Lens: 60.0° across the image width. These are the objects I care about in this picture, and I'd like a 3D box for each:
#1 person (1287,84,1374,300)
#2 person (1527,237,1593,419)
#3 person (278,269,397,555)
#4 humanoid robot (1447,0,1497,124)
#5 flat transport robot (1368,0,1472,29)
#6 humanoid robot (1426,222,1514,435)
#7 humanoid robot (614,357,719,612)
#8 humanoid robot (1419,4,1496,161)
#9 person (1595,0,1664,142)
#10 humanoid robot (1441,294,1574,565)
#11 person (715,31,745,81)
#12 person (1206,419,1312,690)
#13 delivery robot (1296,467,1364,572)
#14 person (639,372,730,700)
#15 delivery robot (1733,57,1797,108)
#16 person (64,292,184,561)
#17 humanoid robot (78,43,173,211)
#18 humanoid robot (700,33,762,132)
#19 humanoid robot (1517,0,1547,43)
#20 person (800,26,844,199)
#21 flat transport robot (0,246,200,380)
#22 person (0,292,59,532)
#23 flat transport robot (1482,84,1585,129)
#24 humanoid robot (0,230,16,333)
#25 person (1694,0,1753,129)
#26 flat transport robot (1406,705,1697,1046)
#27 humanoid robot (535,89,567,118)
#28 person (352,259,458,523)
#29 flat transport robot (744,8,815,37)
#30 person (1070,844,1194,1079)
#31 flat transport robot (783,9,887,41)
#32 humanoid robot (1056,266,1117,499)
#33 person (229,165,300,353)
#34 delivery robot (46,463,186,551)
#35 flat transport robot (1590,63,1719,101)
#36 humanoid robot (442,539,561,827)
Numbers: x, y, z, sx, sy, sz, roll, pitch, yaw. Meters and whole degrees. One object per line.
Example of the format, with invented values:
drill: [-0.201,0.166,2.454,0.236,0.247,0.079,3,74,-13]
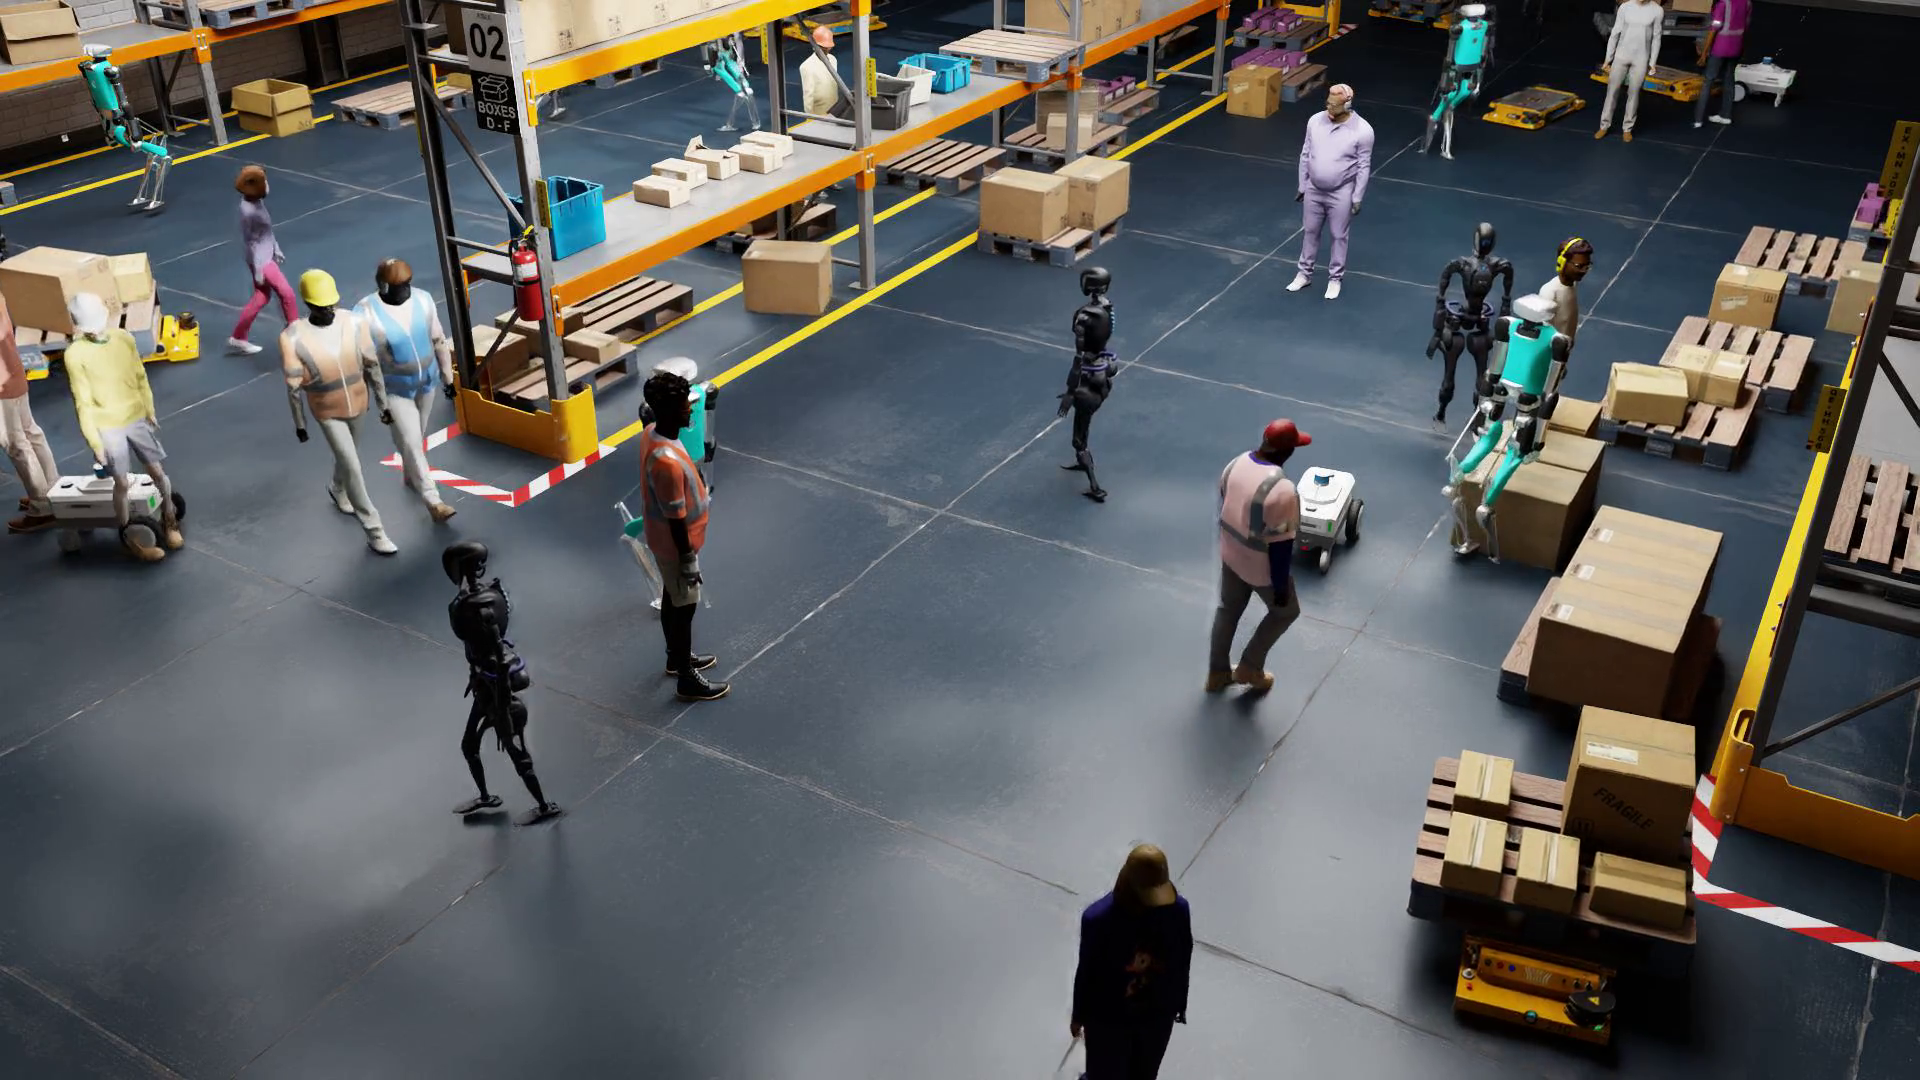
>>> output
person: [3.273,-3.086,14.744,0.636,1.903,0.406,19,35,30]
person: [4.049,-1.183,11.413,0.320,1.865,0.516,21,36,33]
person: [-4.074,-0.901,10.902,0.988,1.883,0.592,25,38,37]
humanoid robot: [6.094,-5.843,19.860,0.606,1.643,0.526,0,29,-1]
flat transport robot: [6.910,-7.882,24.884,0.659,0.231,1.431,-26,39,-38]
humanoid robot: [3.750,-1.533,12.225,0.595,1.652,0.382,0,29,0]
humanoid robot: [-1.799,-0.294,9.985,0.737,1.806,0.539,23,37,34]
humanoid robot: [5.450,-5.024,18.450,0.542,1.892,0.746,-9,31,-15]
person: [7.701,-5.525,19.066,0.570,1.894,0.376,13,32,21]
humanoid robot: [3.384,-0.631,10.585,0.763,1.798,0.530,-21,36,-33]
person: [-3.027,-6.939,21.525,0.482,1.944,0.432,1,30,2]
person: [1.656,0.105,9.266,0.487,1.728,0.752,-14,32,-23]
delivery robot: [2.367,-0.182,10.986,0.499,0.607,0.808,12,32,20]
person: [-1.564,-0.018,9.252,0.368,1.965,0.601,-10,31,-16]
delivery robot: [9.997,-5.725,20.798,0.785,0.613,0.512,18,34,29]
person: [-5.364,-0.735,10.631,0.482,1.859,0.543,22,36,34]
humanoid robot: [-8.281,-4.184,16.715,0.533,1.677,0.735,16,33,26]
humanoid robot: [-2.643,-5.584,19.335,0.871,1.778,0.589,22,36,33]
humanoid robot: [8.195,-7.883,23.455,0.613,1.653,0.315,22,36,33]
person: [-1.419,-4.465,17.333,0.336,1.748,0.562,16,33,25]
flat transport robot: [-7.092,-1.605,13.781,1.431,0.231,0.659,-11,31,-18]
person: [-6.352,-1.004,10.966,0.393,1.992,0.615,-6,30,-10]
flat transport robot: [7.013,-5.278,20.278,0.659,0.231,1.431,24,37,36]
humanoid robot: [-7.772,-2.076,13.185,0.363,1.648,0.589,16,33,26]
person: [8.990,-5.782,19.595,0.615,1.826,0.392,-8,30,-13]
flat transport robot: [2.754,1.747,7.852,0.659,0.231,1.431,10,31,18]
humanoid robot: [-4.973,-5.749,19.668,1.006,1.770,0.530,-25,38,-37]
person: [-3.678,-1.024,11.212,0.954,1.783,0.646,23,37,35]
flat transport robot: [-2.812,-7.621,24.423,0.659,0.231,1.431,4,30,7]
person: [0.653,1.800,6.379,0.472,1.607,0.398,-7,30,-12]
flat transport robot: [-1.828,-7.500,24.209,1.431,0.231,0.659,-22,36,-34]
humanoid robot: [0.873,-1.099,11.493,0.501,1.640,0.588,13,32,22]
person: [-5.743,-2.279,13.629,0.762,1.603,0.494,-11,31,-19]
delivery robot: [-5.616,-0.236,11.056,0.764,0.582,0.499,-2,30,-3]
flat transport robot: [8.944,-5.927,21.427,0.659,0.231,1.431,-20,35,-31]
humanoid robot: [-2.340,0.750,8.196,0.602,1.643,0.615,-16,33,-26]
